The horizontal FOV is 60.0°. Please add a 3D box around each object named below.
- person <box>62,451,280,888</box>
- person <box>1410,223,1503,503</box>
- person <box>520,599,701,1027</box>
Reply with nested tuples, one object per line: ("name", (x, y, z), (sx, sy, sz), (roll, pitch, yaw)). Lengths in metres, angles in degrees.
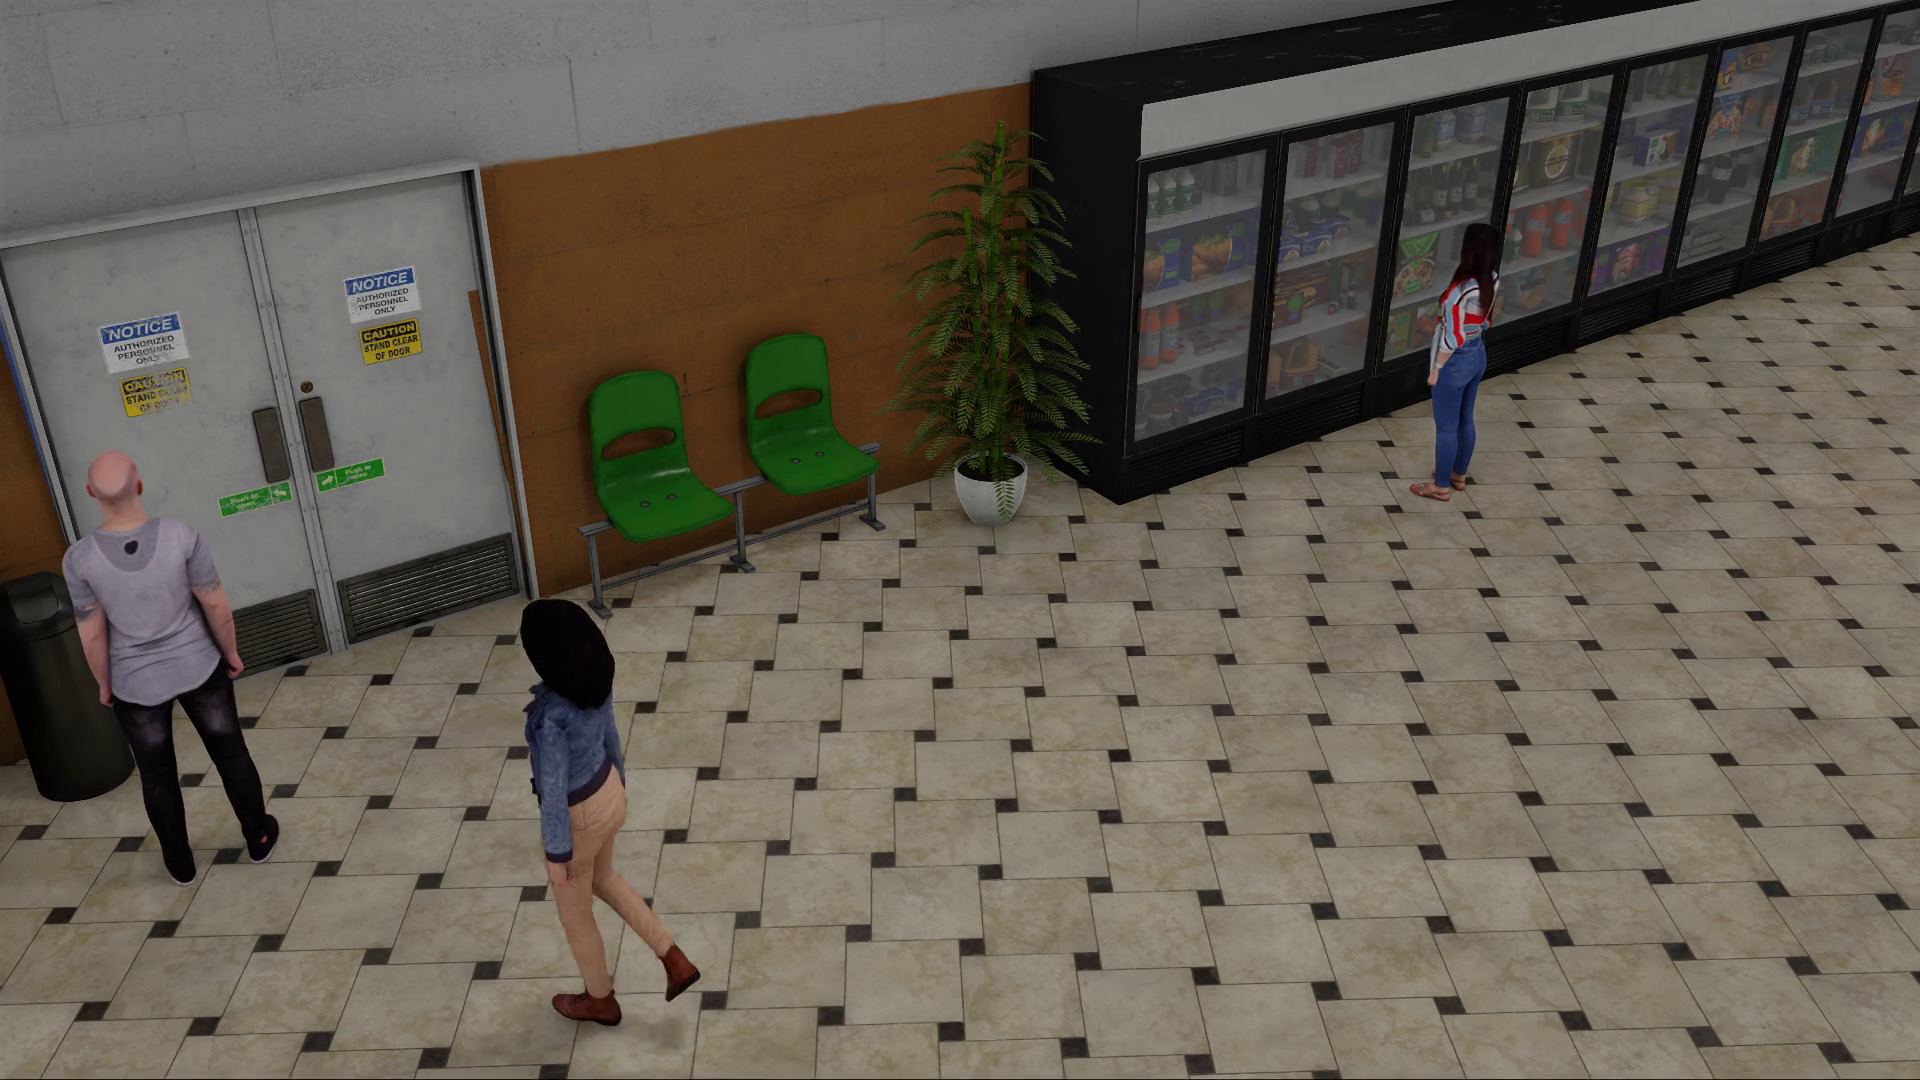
("person", (-3.034, 0.498, 6.353), (0.704, 1.837, 0.627), (-13, 31, -23))
("person", (2.810, -0.997, 9.324), (0.567, 1.614, 0.623), (25, 38, 38))
("person", (-1.176, 0.968, 5.570), (0.947, 1.763, 0.862), (9, 30, 16))
